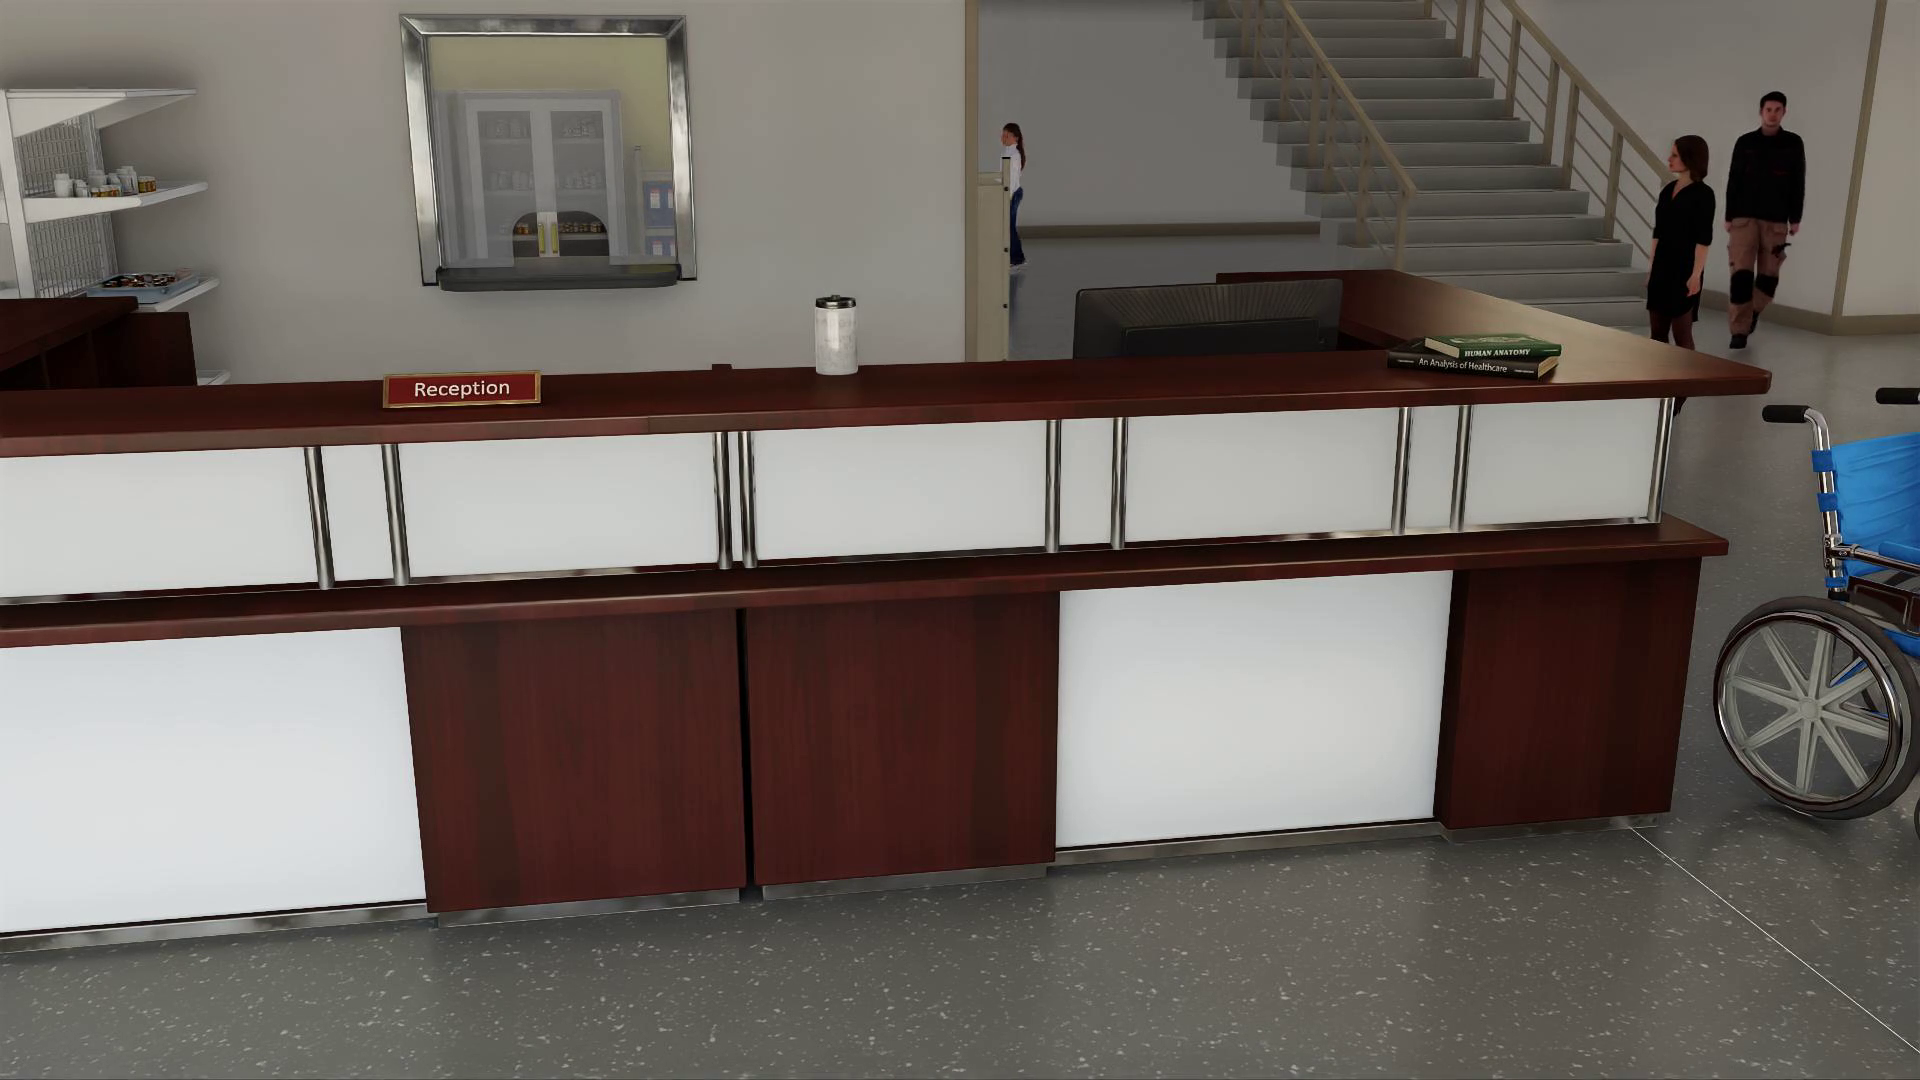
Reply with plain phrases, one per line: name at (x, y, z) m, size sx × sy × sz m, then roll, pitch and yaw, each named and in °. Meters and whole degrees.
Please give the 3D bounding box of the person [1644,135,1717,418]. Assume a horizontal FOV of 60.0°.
person at (4.408, -1.619, 10.214) m, size 0.675 × 1.704 × 0.482 m, roll -5°, pitch 17°, yaw -17°

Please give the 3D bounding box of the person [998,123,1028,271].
person at (0.537, -3.685, 17.805) m, size 0.622 × 1.563 × 0.521 m, roll 1°, pitch 16°, yaw 4°

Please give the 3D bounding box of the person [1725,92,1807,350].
person at (6.125, -2.427, 12.718) m, size 1.087 × 1.901 × 1.250 m, roll 7°, pitch 17°, yaw 23°
